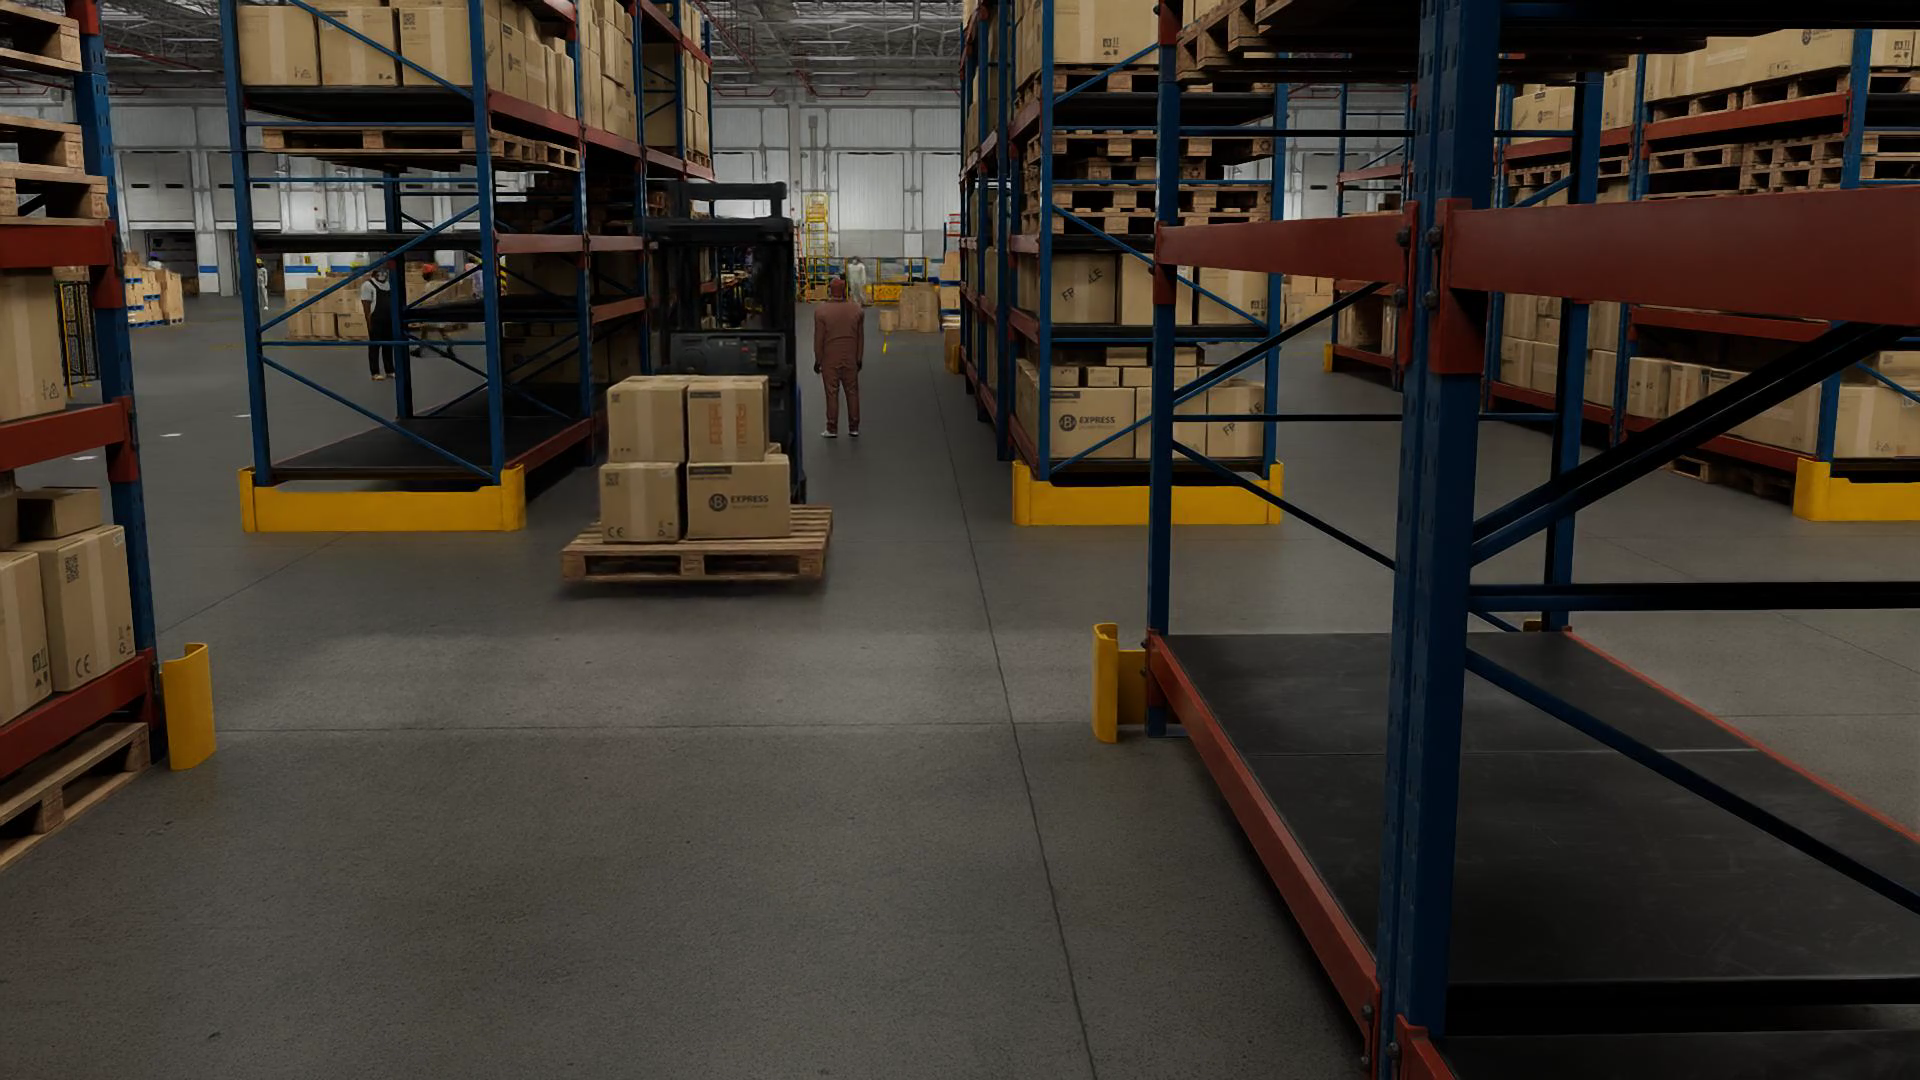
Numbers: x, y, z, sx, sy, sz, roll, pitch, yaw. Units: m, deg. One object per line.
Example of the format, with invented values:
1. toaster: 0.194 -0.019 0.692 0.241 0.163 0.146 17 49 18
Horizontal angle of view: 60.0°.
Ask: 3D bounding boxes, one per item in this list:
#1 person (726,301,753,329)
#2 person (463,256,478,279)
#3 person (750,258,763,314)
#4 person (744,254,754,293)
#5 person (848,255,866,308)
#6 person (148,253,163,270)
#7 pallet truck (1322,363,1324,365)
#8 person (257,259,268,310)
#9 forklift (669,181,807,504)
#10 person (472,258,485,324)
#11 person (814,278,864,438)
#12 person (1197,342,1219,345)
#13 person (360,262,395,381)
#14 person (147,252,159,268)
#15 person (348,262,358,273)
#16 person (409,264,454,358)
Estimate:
1. person: -2.455 -1.788 18.391 0.531 1.693 0.320 -6 12 -30
2. person: -16.912 -8.928 57.753 0.626 1.844 0.429 4 11 22
3. person: -6.562 -8.275 54.160 0.510 1.827 0.760 -9 14 -42
4. person: -7.998 -9.997 63.599 0.574 1.879 1.014 -6 12 -31
5. person: -3.509 -8.812 56.951 0.637 1.910 0.615 4 11 19
6. person: -29.806 -9.667 61.644 0.612 1.917 0.602 9 13 40
7. pallet truck: 7.712 -4.157 30.737 1.885 1.965 0.823 3 11 16
8. person: -24.186 -8.833 57.500 0.487 1.744 0.294 2 10 11
9. forklift: -1.888 -1.563 13.827 1.129 2.768 1.873 0 10 -2
10. person: -13.579 -7.105 47.412 0.596 1.910 0.460 -5 11 -27
11. person: -1.465 -2.176 19.957 0.643 1.910 0.400 -5 11 -25
12. person: 5.579 -5.411 37.874 0.779 1.935 0.651 7 12 32
13. person: -9.792 -3.736 28.272 0.536 2.000 0.673 6 12 28
14. person: -32.293 -10.553 66.592 0.585 1.914 0.564 8 13 37
15. person: -18.400 -7.592 50.643 0.904 1.714 0.540 -3 11 -18
16. person: -10.698 -4.608 33.577 0.976 1.883 0.549 -10 14 -43
